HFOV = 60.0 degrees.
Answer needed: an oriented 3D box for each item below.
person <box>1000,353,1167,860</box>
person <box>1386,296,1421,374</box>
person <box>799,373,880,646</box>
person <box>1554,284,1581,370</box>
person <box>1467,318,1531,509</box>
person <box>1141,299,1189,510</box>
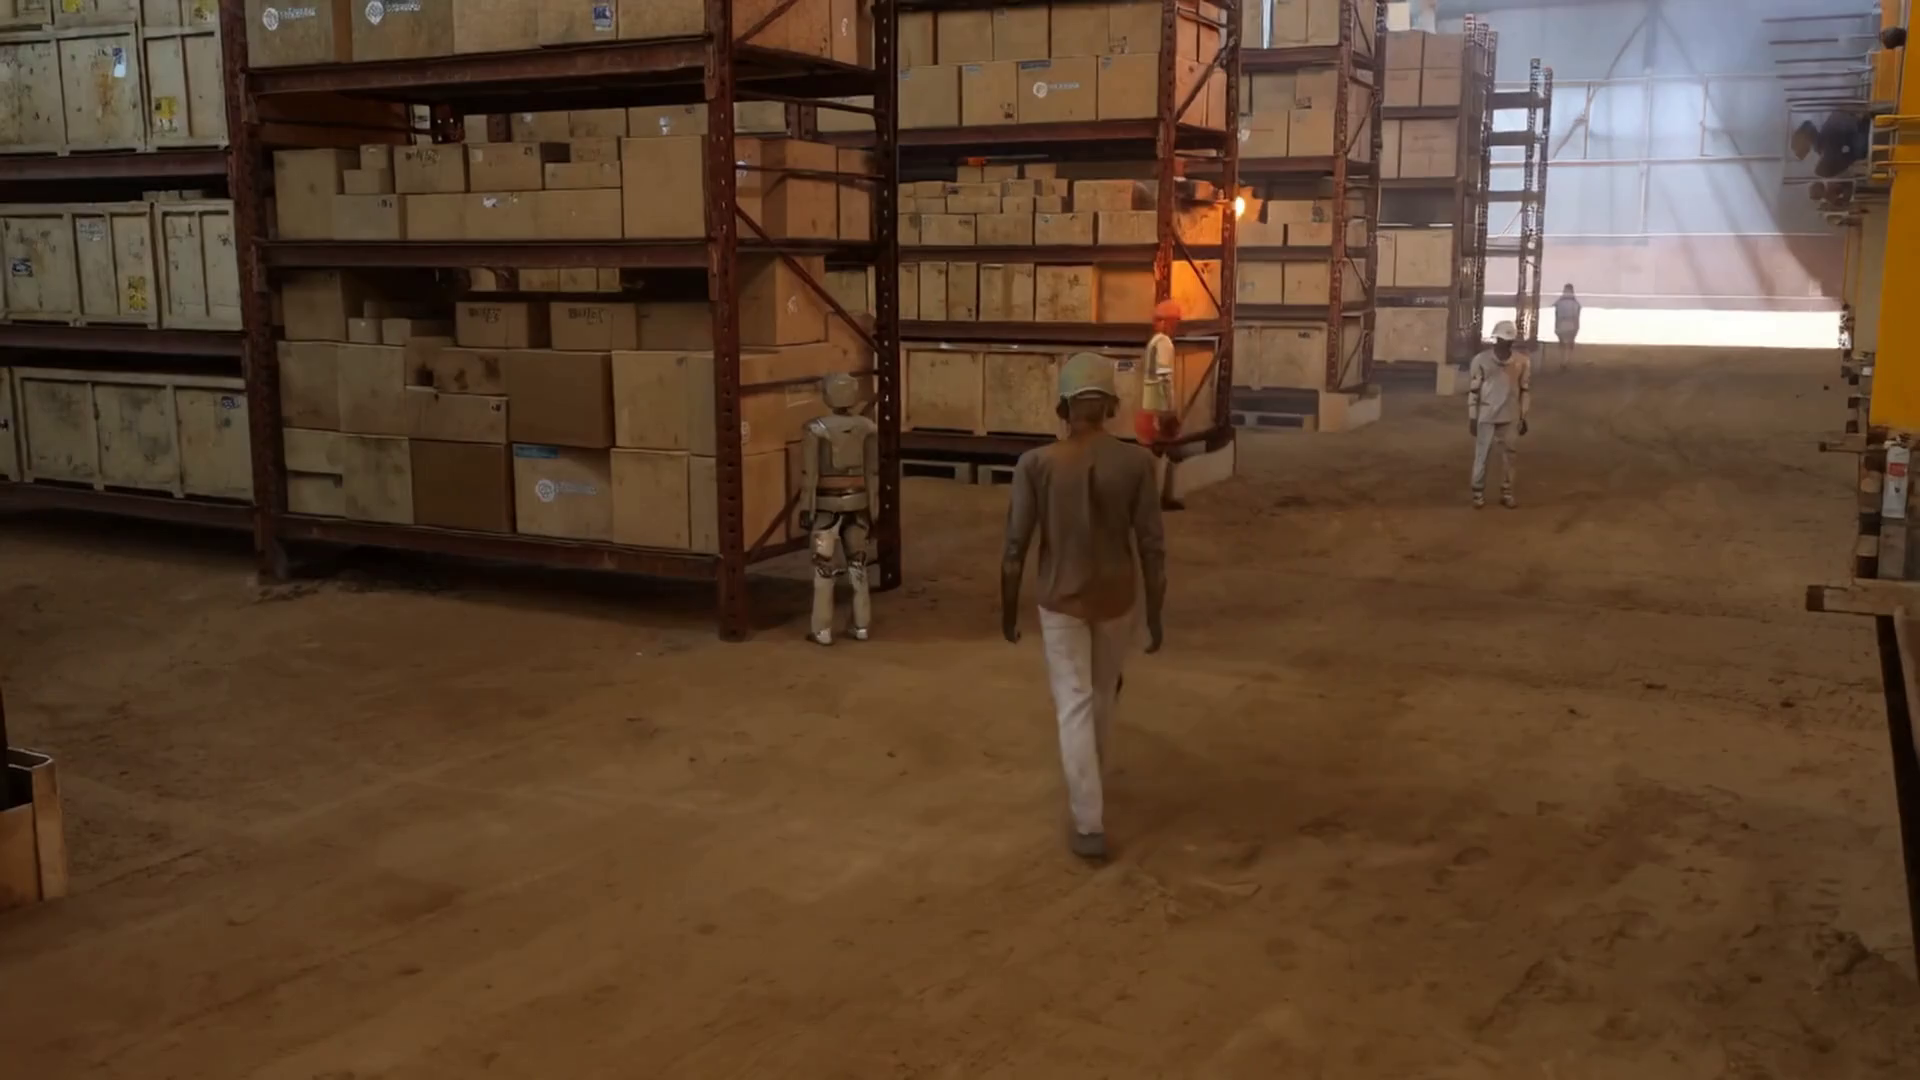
[{"bbox_3d":[0.481,0.229,6.647,0.638,1.941,1.020,-2,10,-9],"label":"person"},{"bbox_3d":[8.545,-4.140,32.181,1.013,1.848,0.672,5,11,28],"label":"person"},{"bbox_3d":[-0.706,-0.181,9.919,0.524,1.630,0.313,-6,11,-30],"label":"person"},{"bbox_3d":[12.194,-4.281,33.399,0.508,1.701,0.849,4,11,23],"label":"person"},{"bbox_3d":[4.916,-1.146,15.166,0.566,1.744,0.350,0,10,1],"label":"person"},{"bbox_3d":[1.877,-1.217,15.084,0.557,1.909,0.574,-1,10,-6],"label":"person"}]
